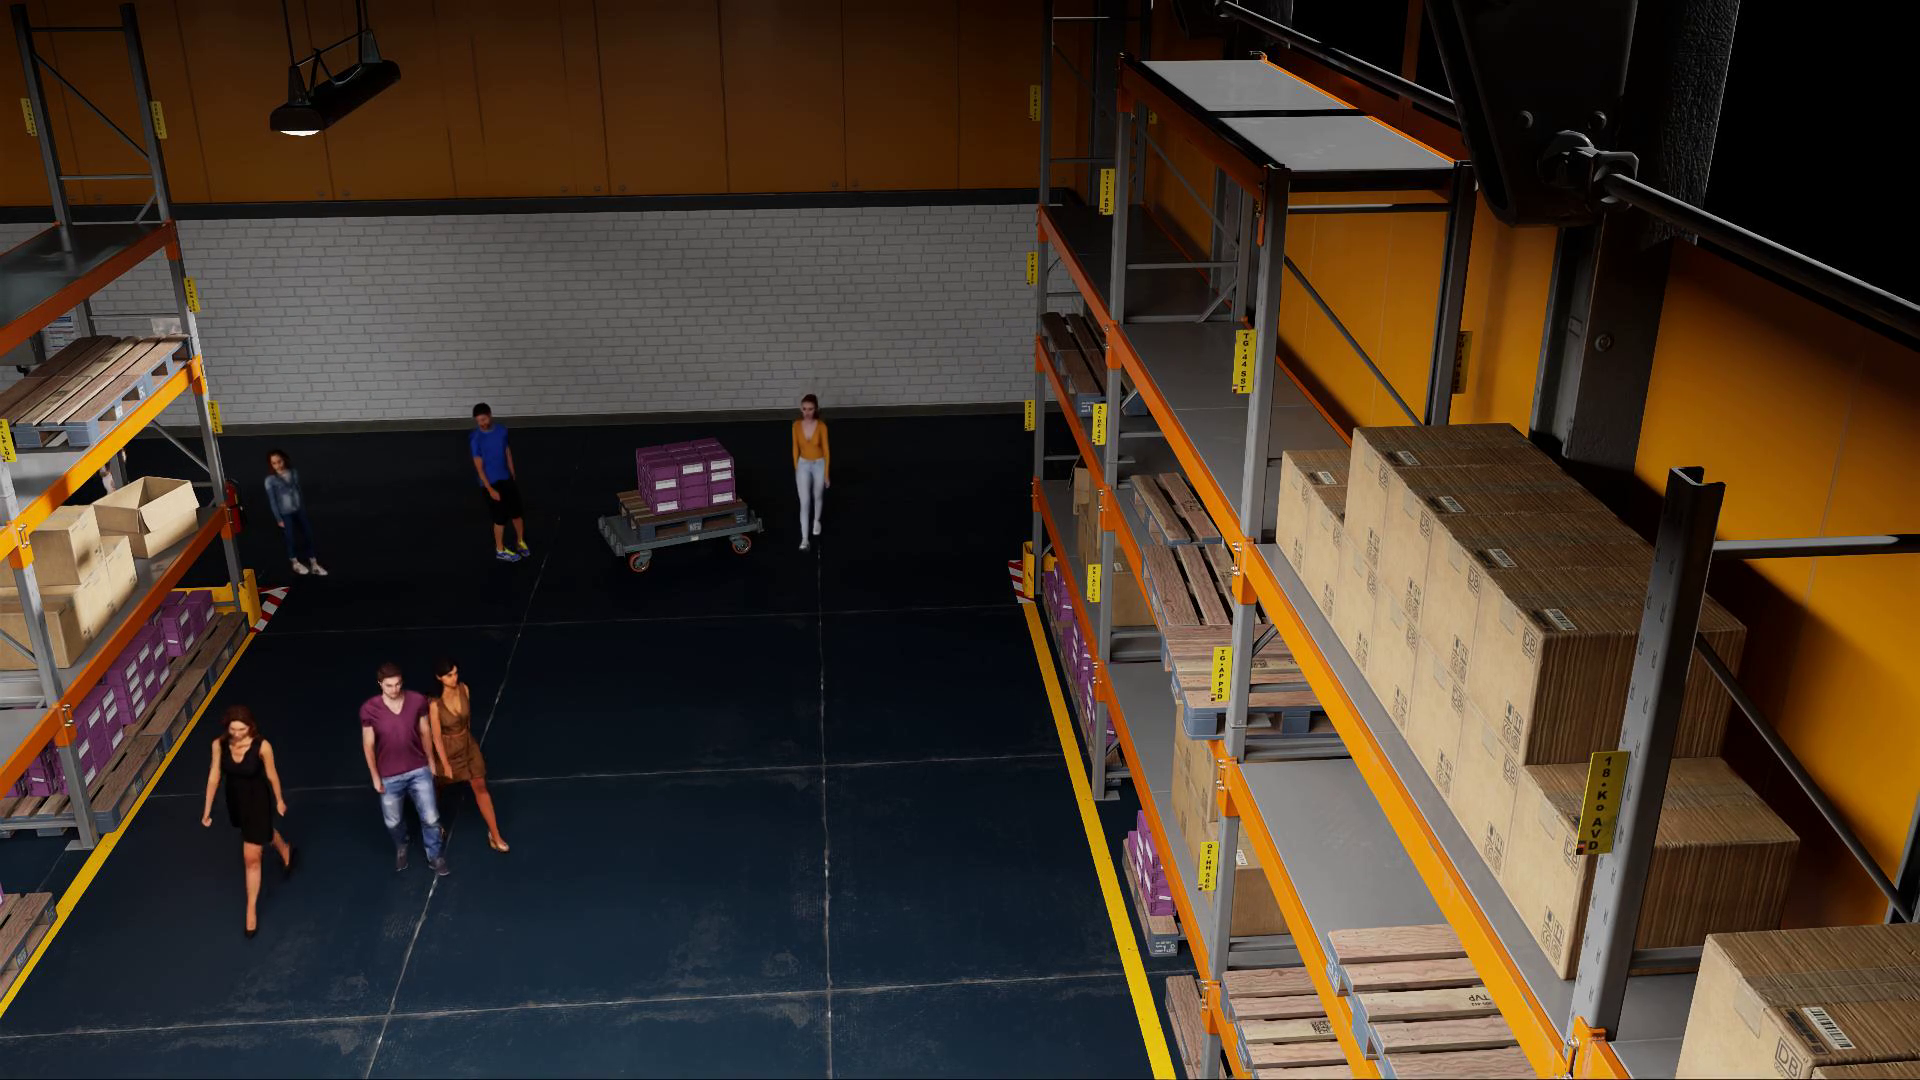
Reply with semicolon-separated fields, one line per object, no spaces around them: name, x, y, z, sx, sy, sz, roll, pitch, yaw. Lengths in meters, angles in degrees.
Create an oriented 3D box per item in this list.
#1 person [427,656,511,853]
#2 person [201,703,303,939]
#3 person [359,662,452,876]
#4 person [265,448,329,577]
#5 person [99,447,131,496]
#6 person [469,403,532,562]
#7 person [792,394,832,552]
person;-4.001;1.654;12.928;1.053;1.640;1.058;15;28;31
person;-5.126;1.932;12.118;0.774;1.780;1.155;3;24;6
person;-4.243;1.685;12.600;0.777;1.847;0.874;-11;26;-24
person;-7.149;-0.302;17.625;0.858;1.463;0.808;14;27;30
person;-8.642;-0.126;16.961;0.803;1.671;0.733;-22;32;-40
person;-5.038;-0.608;17.877;0.893;1.822;0.835;13;27;27
person;-1.618;-0.772;18.419;0.667;1.688;1.179;0;24;1
